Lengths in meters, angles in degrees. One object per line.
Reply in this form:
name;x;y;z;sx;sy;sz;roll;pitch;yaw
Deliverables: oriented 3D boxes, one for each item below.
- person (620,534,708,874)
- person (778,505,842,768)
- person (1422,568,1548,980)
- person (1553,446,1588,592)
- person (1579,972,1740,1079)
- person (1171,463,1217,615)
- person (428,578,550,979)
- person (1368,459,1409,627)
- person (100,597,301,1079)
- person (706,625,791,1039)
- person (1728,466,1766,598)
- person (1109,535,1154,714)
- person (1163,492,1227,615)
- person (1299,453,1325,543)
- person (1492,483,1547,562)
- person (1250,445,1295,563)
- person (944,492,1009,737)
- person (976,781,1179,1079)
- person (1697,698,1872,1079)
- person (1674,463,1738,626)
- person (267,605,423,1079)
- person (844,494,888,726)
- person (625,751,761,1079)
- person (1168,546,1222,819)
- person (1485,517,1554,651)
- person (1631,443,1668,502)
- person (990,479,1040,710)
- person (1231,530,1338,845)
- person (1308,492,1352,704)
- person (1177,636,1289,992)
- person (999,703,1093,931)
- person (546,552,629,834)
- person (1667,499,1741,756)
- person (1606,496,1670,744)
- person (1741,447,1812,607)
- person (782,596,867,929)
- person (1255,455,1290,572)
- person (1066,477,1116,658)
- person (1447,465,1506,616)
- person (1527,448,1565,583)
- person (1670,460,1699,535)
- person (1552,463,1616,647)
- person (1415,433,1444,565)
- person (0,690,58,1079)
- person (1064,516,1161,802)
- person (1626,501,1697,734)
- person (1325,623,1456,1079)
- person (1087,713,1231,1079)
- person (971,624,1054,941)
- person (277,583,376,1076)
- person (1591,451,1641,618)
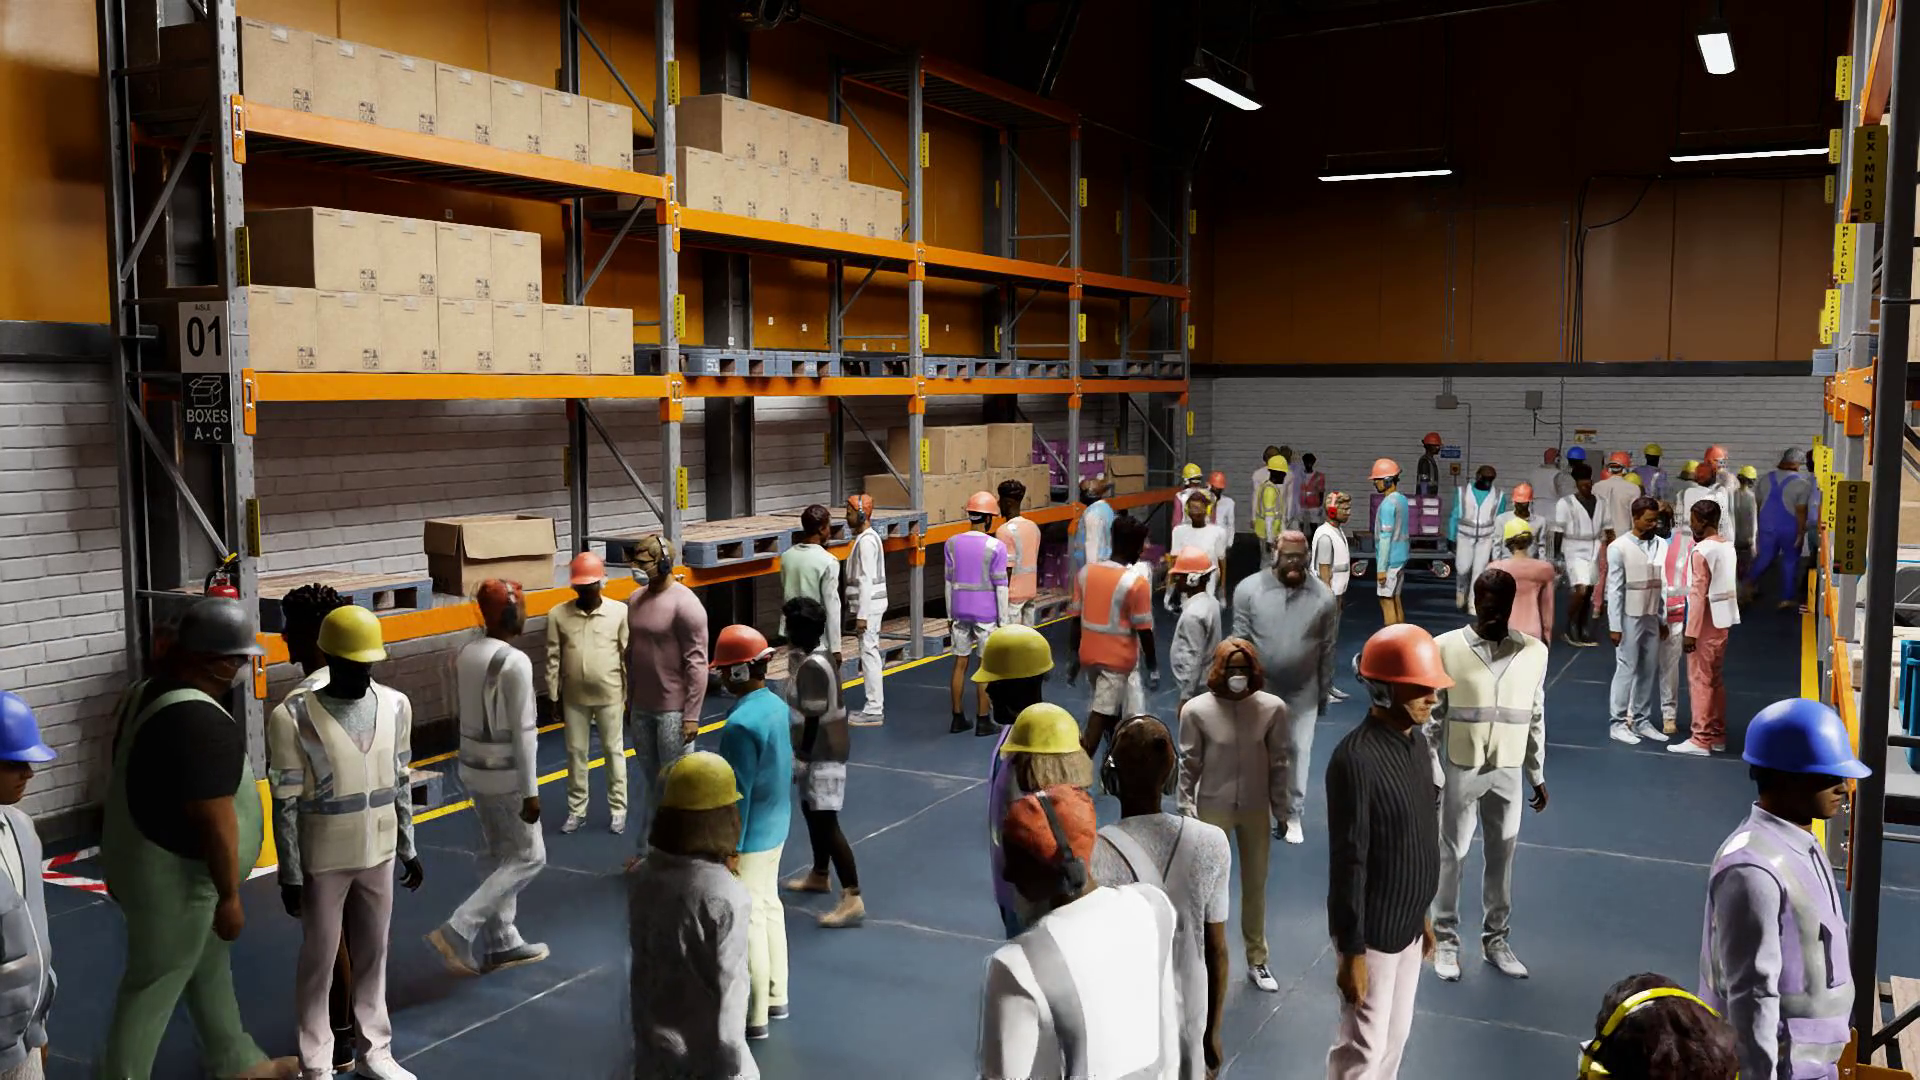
person;-1.642;0.930;9.212;0.633;1.938;0.356;5;7;44
person;-1.067;0.706;11.811;0.394;1.910;0.586;-5;7;-45
person;2.444;1.077;7.766;0.587;1.914;0.392;0;5;-5
person;8.194;-0.279;22.214;0.412;1.939;0.609;-3;6;-27
person;1.043;1.595;2.486;0.527;1.857;0.565;-1;5;-12
person;2.783;-0.005;19.878;0.593;1.825;0.403;-2;6;-24
person;-2.177;1.109;7.668;0.568;1.866;0.593;-5;7;-43
person;4.234;0.210;16.500;0.405;2.032;0.610;3;6;29
person;-2.790;1.168;6.103;0.897;2.000;0.714;-4;7;-38
person;-0.906;1.227;7.090;0.350;1.739;0.575;1;5;10
person;10.002;-0.093;21.359;0.885;1.725;0.536;-3;6;-30
person;1.229;0.728;13.079;0.721;1.609;0.538;5;7;44
person;2.108;0.472;14.815;0.504;1.814;1.024;2;6;24
person;5.481;-0.529;26.219;0.531;1.693;0.320;2;6;21
person;5.769;0.287;17.143;0.561;1.745;0.339;0;5;4
person;4.232;-0.315;22.613;0.628;1.940;0.373;-2;6;-17
person;0.144;0.581;13.070;0.549;1.924;0.386;3;6;27
person;0.265;1.465;3.942;0.621;1.850;0.429;-4;7;-38
person;2.135;1.376;4.367;0.384;1.949;0.603;4;6;34
person;8.573;0.053;19.063;0.792;1.853;0.615;-3;6;-27
person;-2.335;1.201;6.381;0.376;1.923;0.585;4;7;38
person;-0.763;0.565;13.502;0.351;1.878;0.567;0;5;-5
person;-0.818;1.463;4.760;0.489;1.708;0.854;4;6;34
person;1.458;0.910;10.416;0.339;1.749;0.567;2;6;17
person;4.220;0.698;12.684;0.542;1.750;0.449;0;5;0
person;9.856;-0.418;23.779;0.383;1.924;0.594;-3;6;-31
person;0.457;0.466;14.055;0.362;1.963;0.613;3;6;29
person;1.957;0.865;10.140;0.668;1.890;0.562;0;5;5
person;3.190;0.499;14.428;0.389;1.837;0.560;2;6;21
person;1.236;1.240;7.547;0.510;1.625;0.284;-1;5;-7
person;0.276;1.385;5.362;0.311;1.742;0.489;0;5;-4
person;-2.258;0.936;10.191;0.567;1.743;0.360;0;5;0
person;5.593;0.650;12.411;0.399;1.906;0.603;5;7;44
person;5.212;0.611;12.827;0.603;1.906;0.399;-3;6;-29
person;10.076;-0.165;20.450;0.796;2.000;0.724;-4;6;-34
person;-0.716;1.124;8.672;0.468;1.654;0.722;0;5;-1
person;3.802;-0.085;20.291;0.422;1.911;0.586;1;5;12
person;1.353;0.286;16.778;0.449;1.835;0.666;2;6;21
person;6.174;0.001;19.877;0.659;1.810;0.452;1;5;15
person;8.128;-0.321;22.930;0.400;1.900;0.636;-4;7;-37
person;9.973;-0.240;22.894;0.449;1.726;0.505;-4;7;-36
person;6.547;0.169;17.367;0.650;1.938;0.475;-2;6;-19
person;7.193;-0.627;25.478;0.405;2.035;0.610;2;6;25
person;-2.644;1.368;4.514;0.416;1.939;0.605;0;5;-3
person;1.045;0.788;10.937;1.021;1.898;0.634;-4;7;-38
person;5.510;0.608;13.185;0.626;1.847;0.429;3;6;26
person;1.395;1.256;5.422;0.401;1.990;0.622;4;6;35
person;0.511;1.399;4.661;0.507;1.847;0.343;-2;6;-19
person;0.231;1.248;5.909;0.393;1.918;0.585;-1;5;-9
person;-2.562;1.149;6.705;0.368;1.966;0.603;0;5;2
person;7.685;-0.046;19.492;0.410;1.984;0.617;-5;7;-43
